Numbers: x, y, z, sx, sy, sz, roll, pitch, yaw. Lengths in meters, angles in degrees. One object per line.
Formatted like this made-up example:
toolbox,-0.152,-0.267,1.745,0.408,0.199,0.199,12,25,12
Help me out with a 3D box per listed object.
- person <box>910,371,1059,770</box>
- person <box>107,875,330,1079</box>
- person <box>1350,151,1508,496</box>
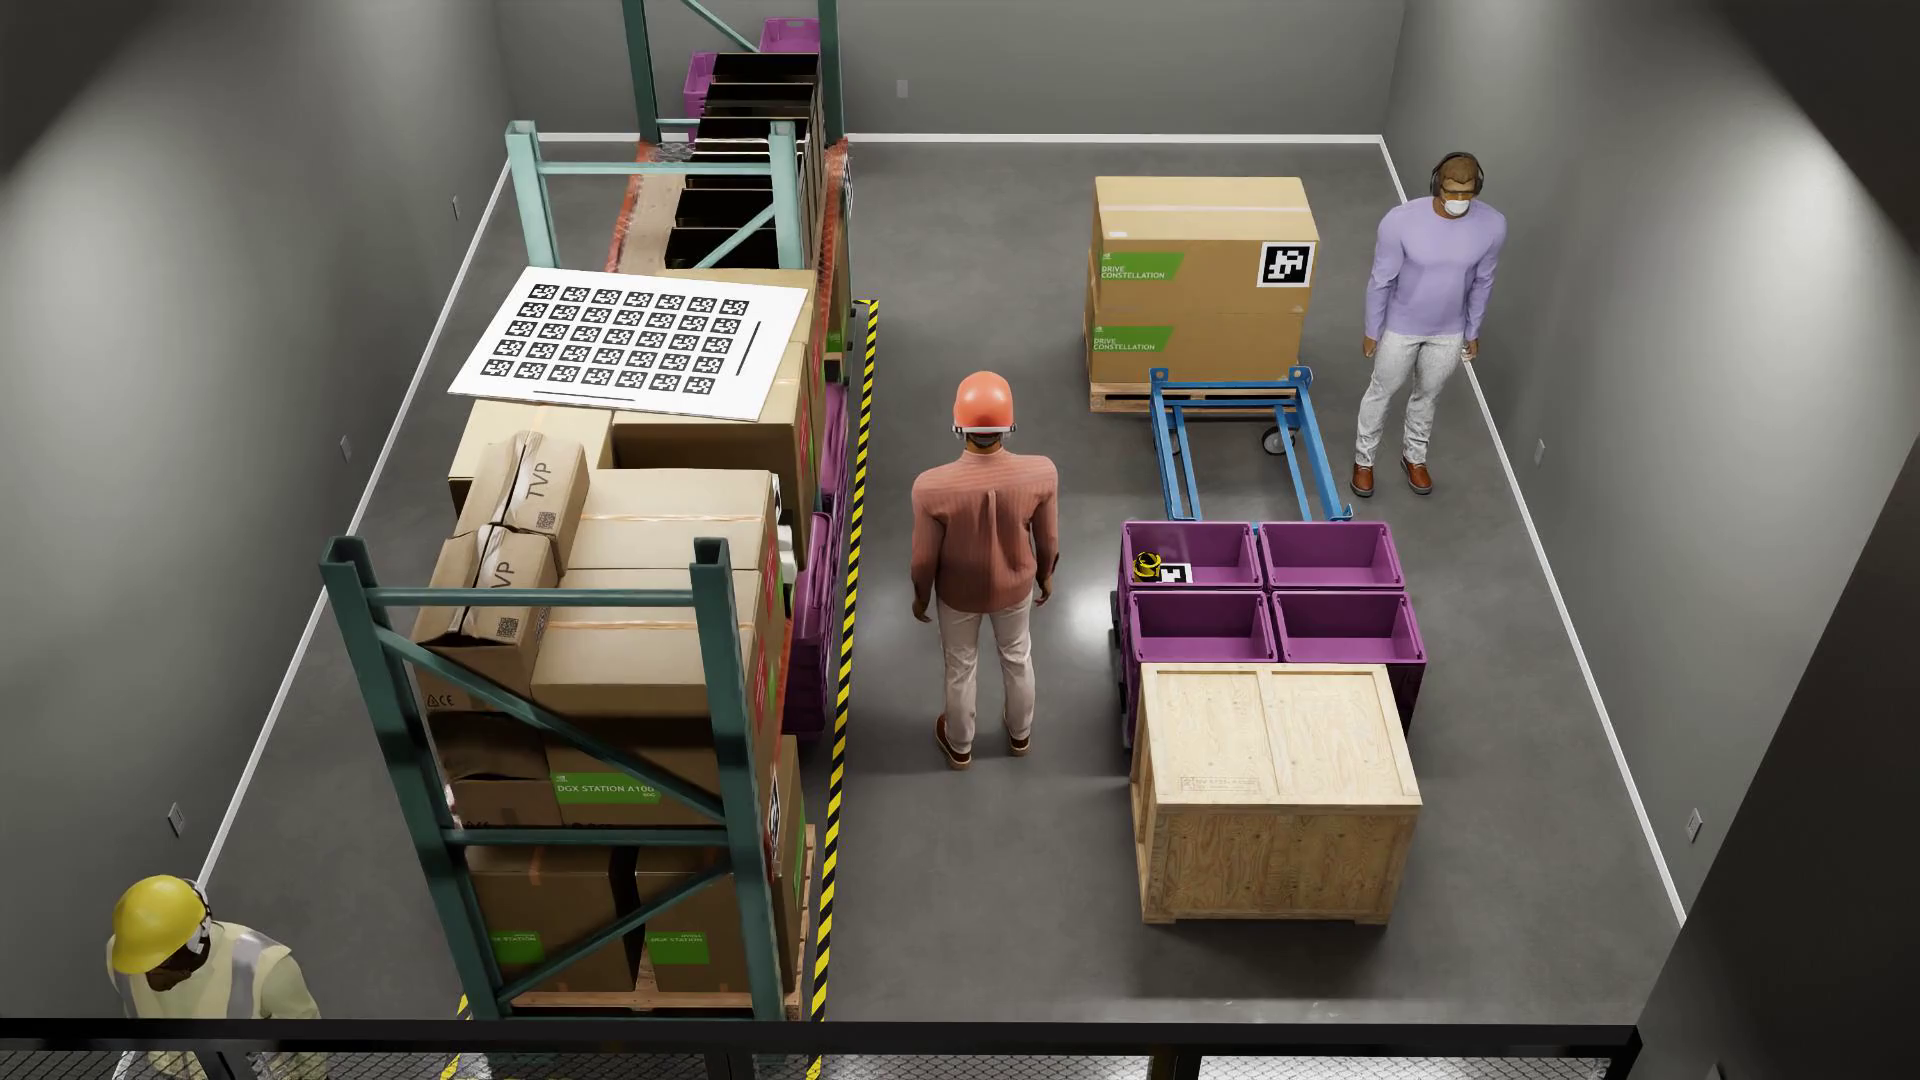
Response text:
person,0.094,0.154,6.895,0.623,1.992,0.397,-9,42,-11
person,-2.297,1.665,5.293,0.591,1.834,0.404,4,41,5
person,2.321,-1.063,8.326,0.632,1.940,0.372,-2,41,-2
